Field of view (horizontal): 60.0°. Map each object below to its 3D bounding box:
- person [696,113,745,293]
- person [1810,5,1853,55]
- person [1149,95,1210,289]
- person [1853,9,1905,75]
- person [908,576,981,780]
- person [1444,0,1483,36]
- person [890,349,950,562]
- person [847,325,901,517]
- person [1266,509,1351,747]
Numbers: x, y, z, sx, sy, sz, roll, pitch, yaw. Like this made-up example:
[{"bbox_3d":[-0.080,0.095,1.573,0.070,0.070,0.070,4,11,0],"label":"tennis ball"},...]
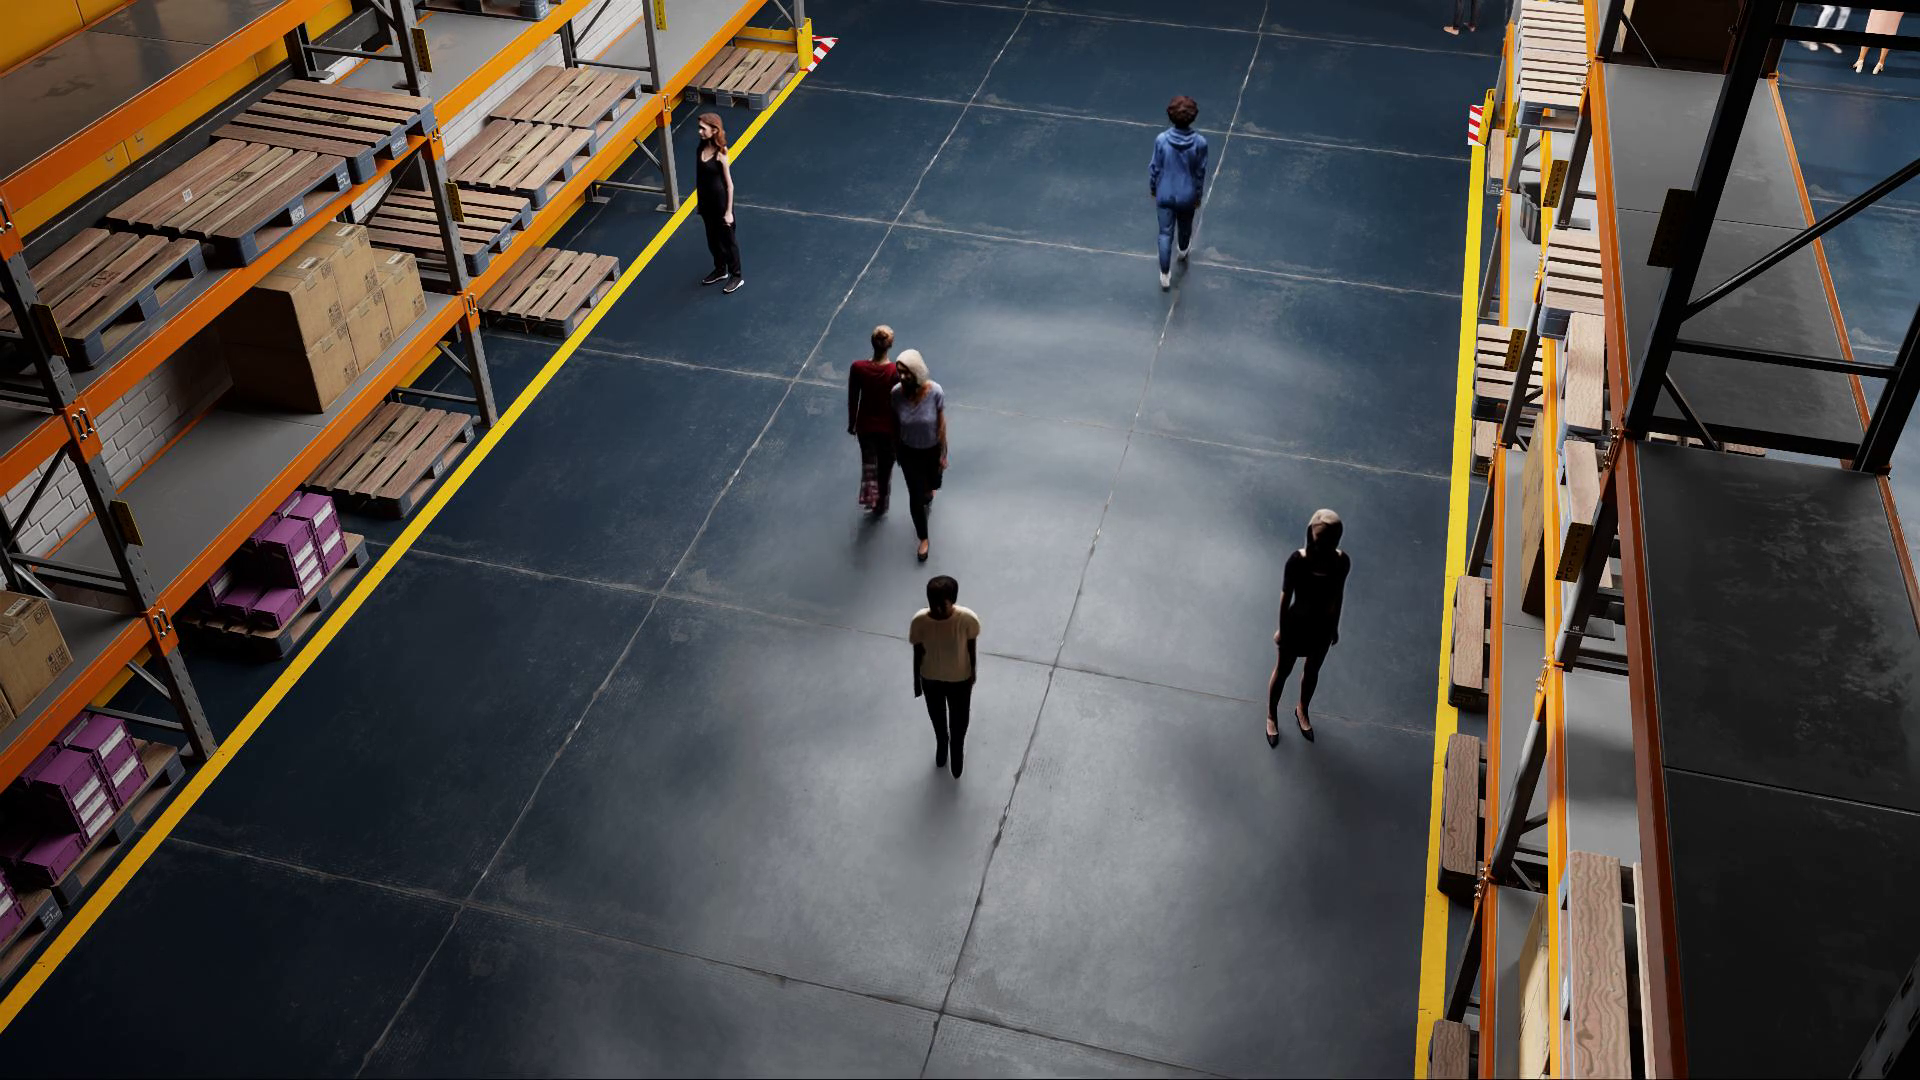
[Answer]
[{"bbox_3d":[-2.233,-3.134,15.386,0.656,1.746,0.634,26,45,29],"label":"person"},{"bbox_3d":[10.590,-6.648,19.833,0.545,1.687,0.554,9,39,11],"label":"person"},{"bbox_3d":[2.007,-3.187,15.428,0.737,1.778,1.086,7,39,9],"label":"person"},{"bbox_3d":[10.840,-6.335,19.326,0.626,1.831,0.560,16,41,19],"label":"person"},{"bbox_3d":[-0.086,0.814,10.581,0.641,1.573,0.639,3,39,4],"label":"person"},{"bbox_3d":[6.279,-7.066,20.324,0.681,1.728,0.705,-13,40,-16],"label":"person"},{"bbox_3d":[-0.271,-0.723,12.410,0.731,1.693,1.075,1,39,1],"label":"person"},{"bbox_3d":[-0.622,-0.844,12.562,0.687,1.692,0.685,4,39,4],"label":"person"},{"bbox_3d":[2.232,0.560,10.693,0.645,1.830,0.628,-5,39,-6],"label":"person"}]
